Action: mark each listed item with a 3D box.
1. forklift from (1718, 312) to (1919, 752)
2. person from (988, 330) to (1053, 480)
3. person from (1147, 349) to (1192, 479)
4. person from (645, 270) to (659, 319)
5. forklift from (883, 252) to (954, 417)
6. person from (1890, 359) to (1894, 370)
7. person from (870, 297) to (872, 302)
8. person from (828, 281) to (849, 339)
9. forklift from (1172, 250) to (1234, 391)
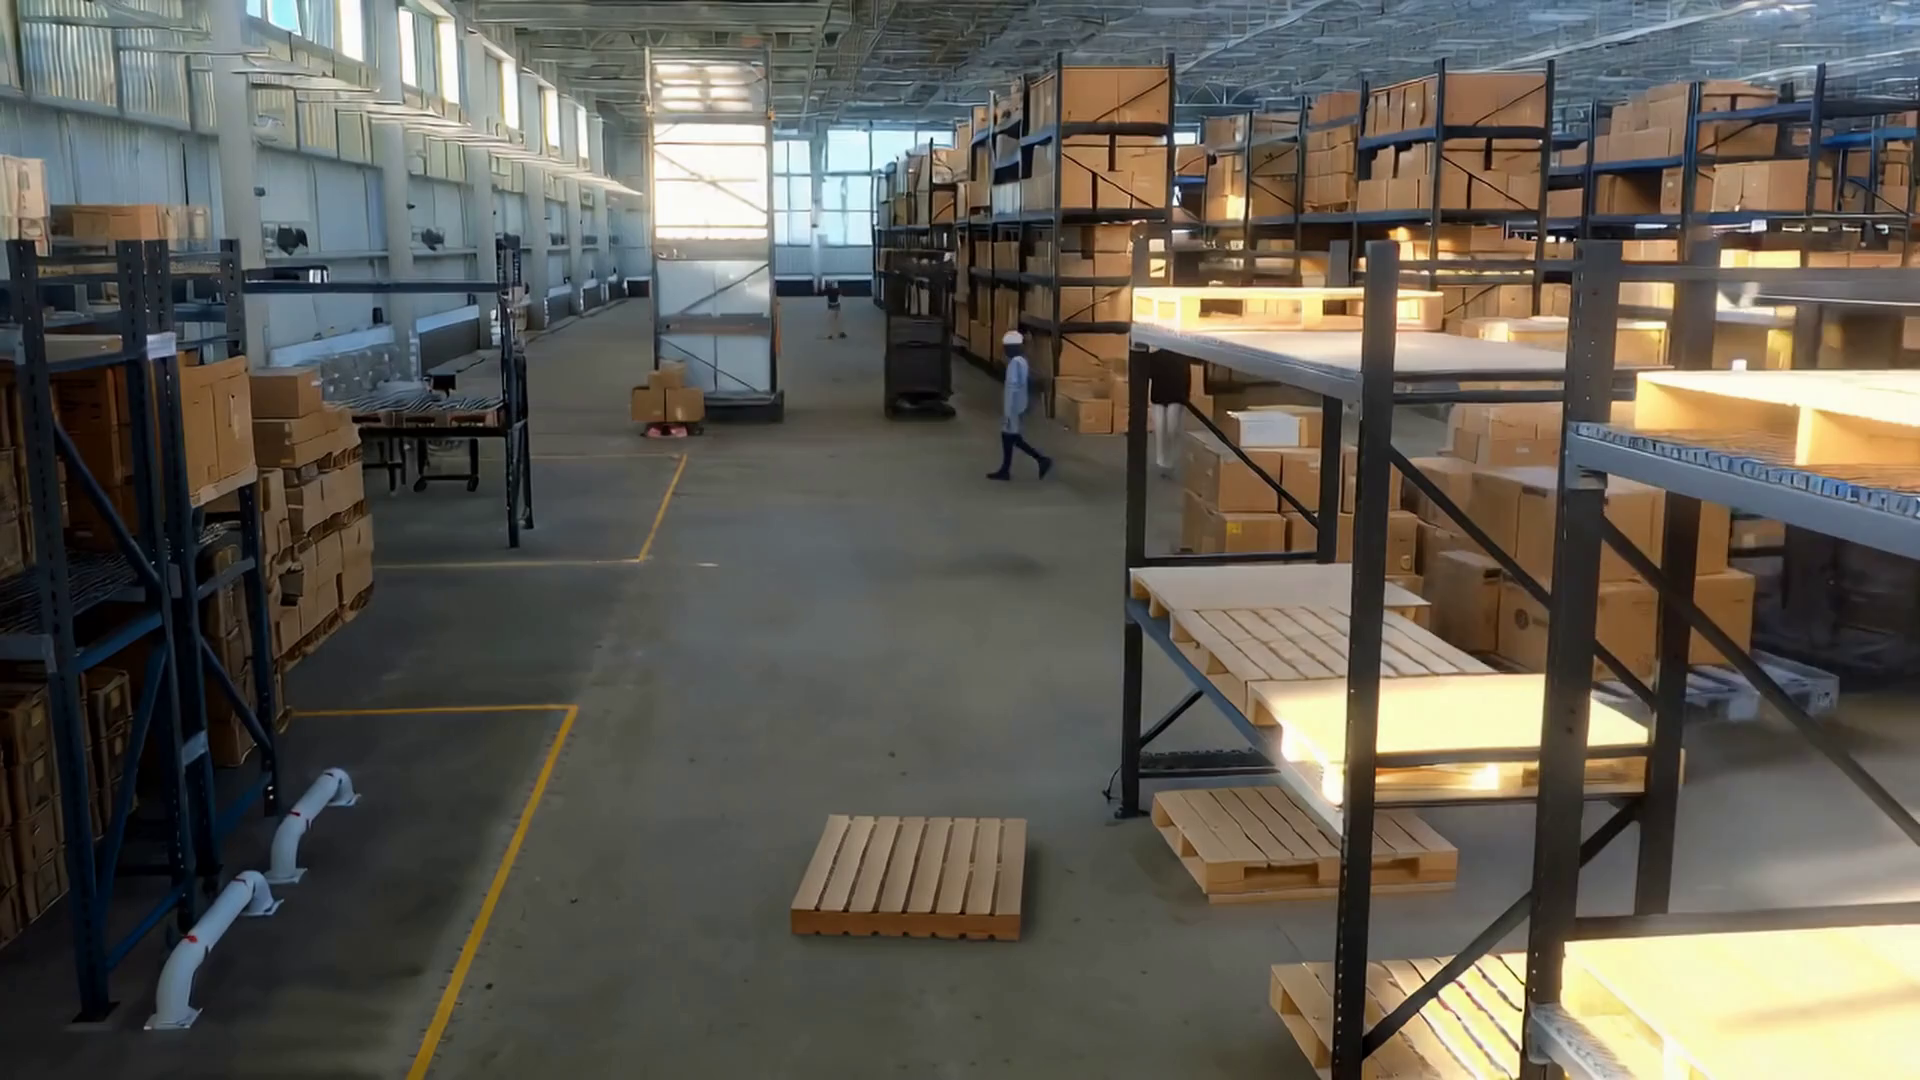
[{"bbox_3d":[5.829,-0.243,10.282,1.873,2.768,1.129,-3,11,-14],"label":"forklift"},{"bbox_3d":[0.768,-1.680,20.922,0.826,1.907,0.548,3,11,15],"label":"person"},{"bbox_3d":[2.598,-1.750,21.128,0.652,1.972,0.742,3,11,15],"label":"person"},{"bbox_3d":[-11.943,-9.525,64.453,0.399,1.894,0.655,10,14,43],"label":"person"},{"bbox_3d":[-0.757,-3.624,29.012,1.129,2.768,1.873,-1,10,-6],"label":"forklift"},{"bbox_3d":[11.988,-1.801,21.954,0.630,1.799,0.971,0,10,-1],"label":"person"},{"bbox_3d":[-3.806,-12.081,78.592,0.894,1.916,0.627,-1,10,-6],"label":"person"},{"bbox_3d":[-3.787,-7.087,51.240,0.572,1.786,0.991,4,11,23],"label":"person"},{"bbox_3d":[4.467,-4.411,33.374,1.873,2.768,1.129,-1,10,-6],"label":"forklift"}]
